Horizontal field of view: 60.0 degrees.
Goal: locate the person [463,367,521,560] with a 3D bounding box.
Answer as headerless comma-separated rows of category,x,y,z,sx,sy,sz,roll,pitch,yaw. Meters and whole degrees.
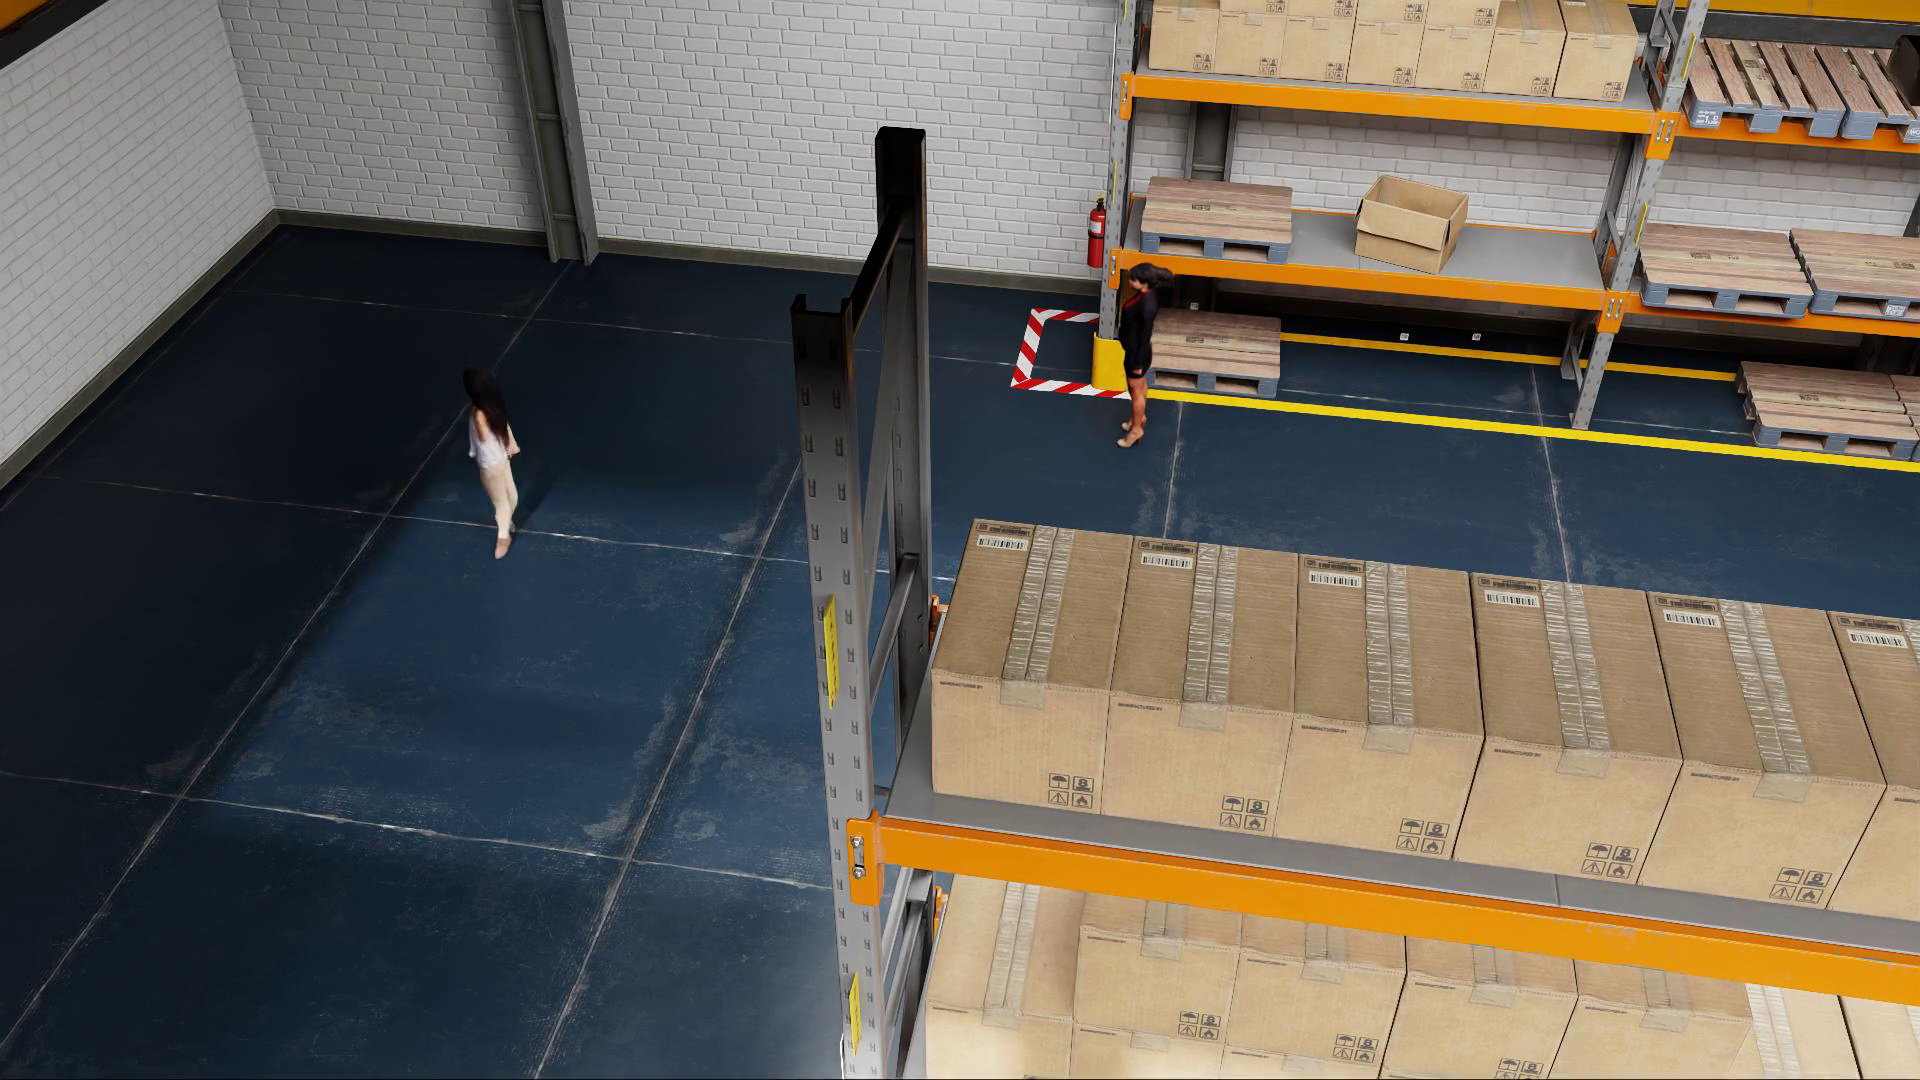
person,-3.450,-0.701,12.290,0.723,1.641,0.648,5,39,6

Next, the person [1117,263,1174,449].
person,1.440,-1.495,13.285,0.612,1.640,0.588,4,39,4
